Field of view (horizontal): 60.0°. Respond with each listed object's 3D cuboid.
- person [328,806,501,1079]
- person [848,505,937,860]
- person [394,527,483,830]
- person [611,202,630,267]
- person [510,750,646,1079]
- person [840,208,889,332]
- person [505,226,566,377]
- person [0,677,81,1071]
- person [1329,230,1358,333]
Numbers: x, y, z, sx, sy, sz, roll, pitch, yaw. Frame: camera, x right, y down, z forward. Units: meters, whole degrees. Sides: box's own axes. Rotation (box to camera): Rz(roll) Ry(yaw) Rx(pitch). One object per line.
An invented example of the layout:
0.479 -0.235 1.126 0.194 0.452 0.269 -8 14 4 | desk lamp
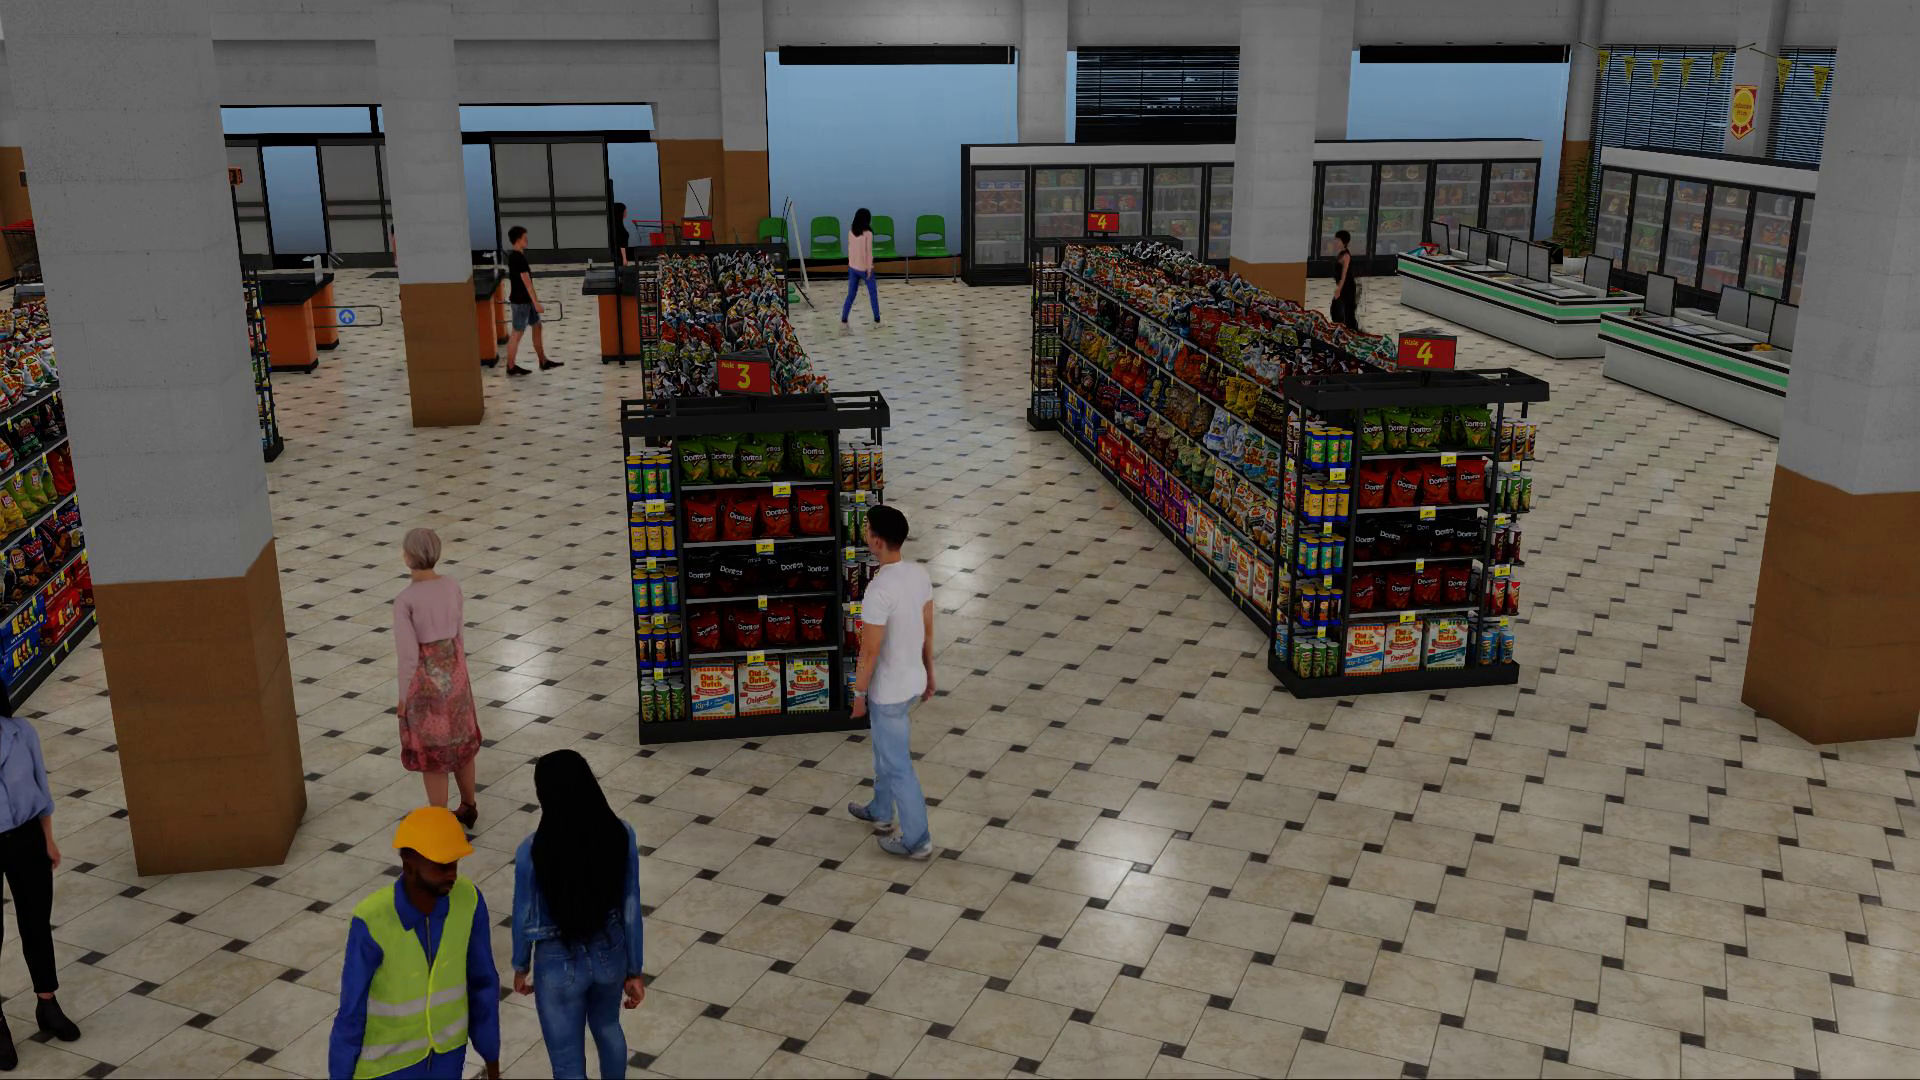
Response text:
-1.826 1.671 5.440 1.169 1.776 1.085 16 23 41 | person
-0.254 0.744 8.379 1.016 1.843 0.969 9 19 28 | person
-2.715 0.747 8.626 0.747 1.692 0.681 10 20 31 | person
-5.213 -4.333 25.445 0.696 1.641 0.526 -7 18 -23 | person
-1.313 1.589 5.868 0.871 1.685 1.165 -9 19 -27 | person
-1.464 -3.763 23.421 1.139 1.726 1.174 13 21 37 | person
-5.479 -2.907 20.438 0.770 1.822 0.912 -4 17 -14 | person
-3.899 1.289 6.753 0.777 1.744 0.728 13 21 36 | person
5.234 -3.375 22.420 0.702 1.565 0.629 2 17 7 | person
